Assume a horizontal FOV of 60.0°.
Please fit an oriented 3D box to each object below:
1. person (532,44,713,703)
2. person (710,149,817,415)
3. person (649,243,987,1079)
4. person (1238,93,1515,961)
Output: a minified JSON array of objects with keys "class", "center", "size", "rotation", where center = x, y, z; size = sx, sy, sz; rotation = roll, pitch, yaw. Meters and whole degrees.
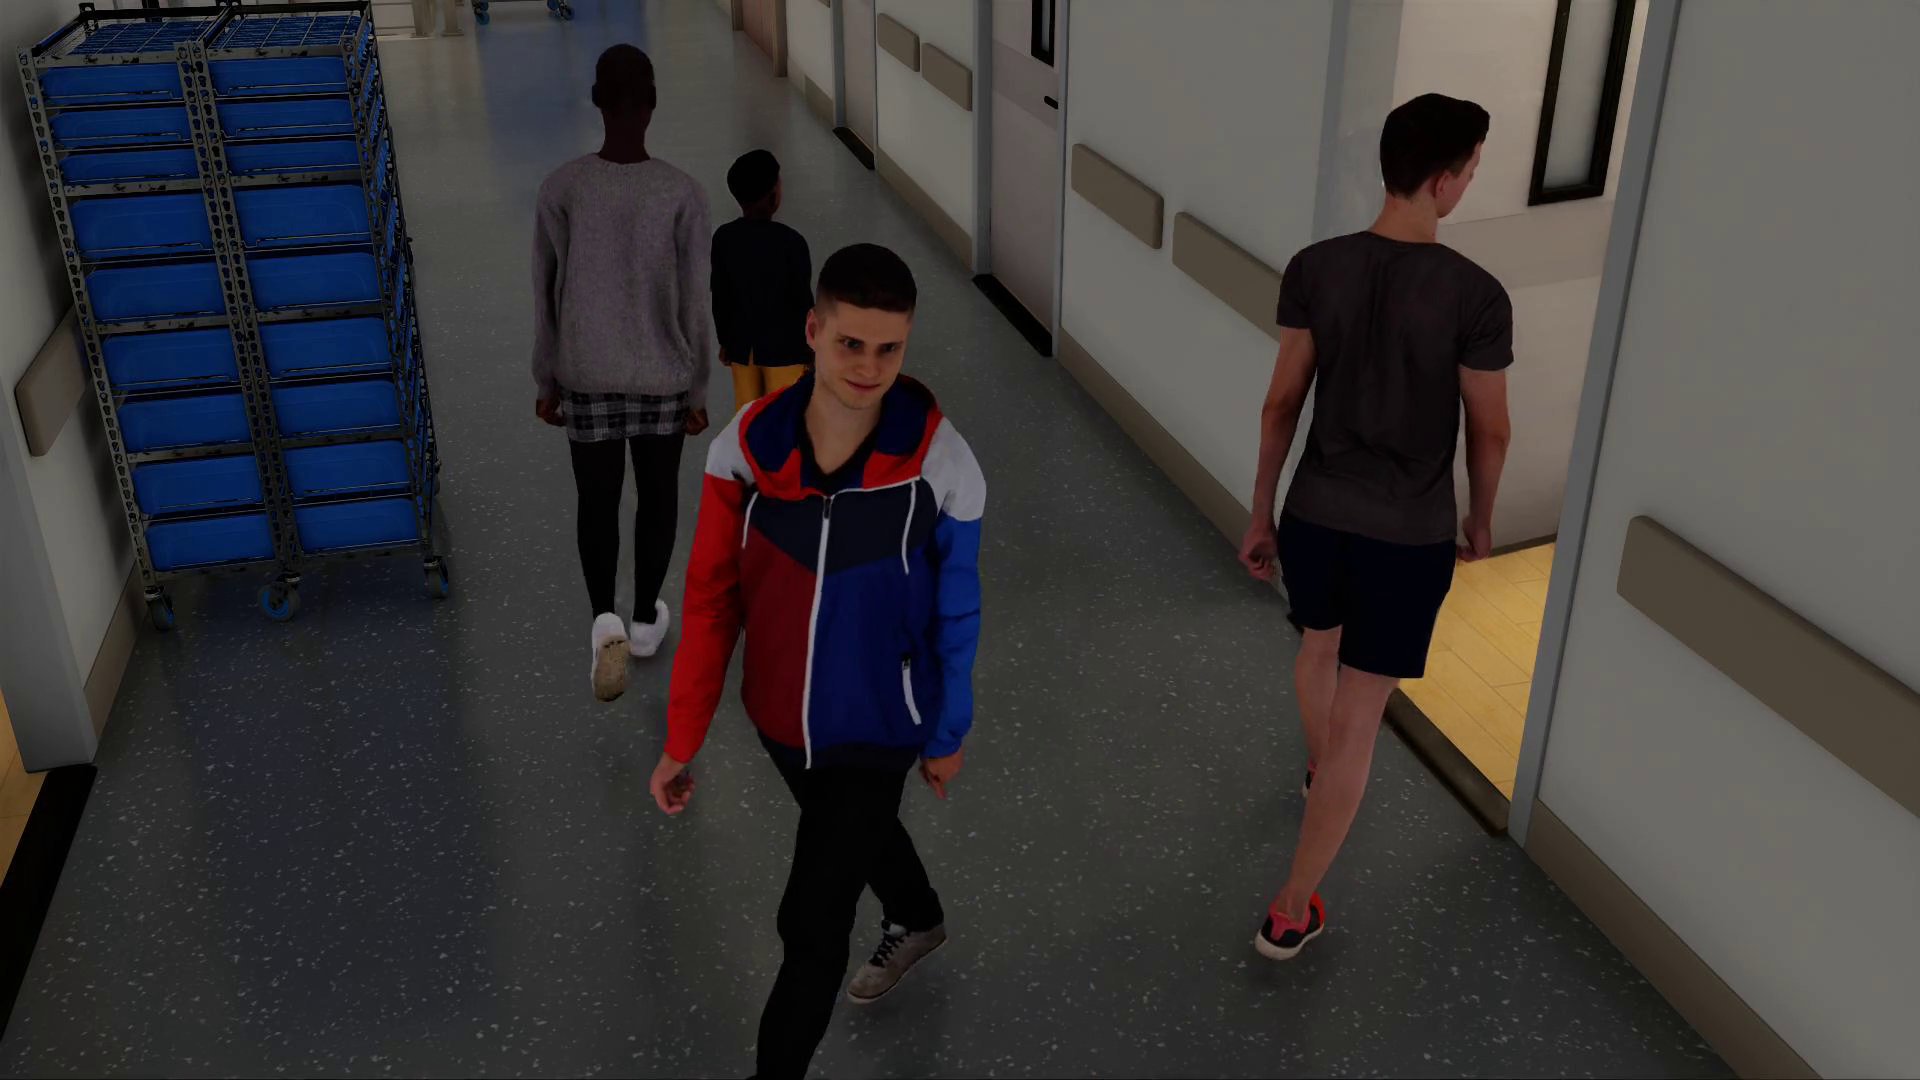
[{"class":"person","center":[-0.903,-0.391,4.463],"size":[0.796,1.754,1.052],"rotation":[-4,26,-7]},{"class":"person","center":[-0.660,-0.684,5.626],"size":[0.606,1.271,0.643],"rotation":[6,26,12]},{"class":"person","center":[-0.172,0.298,3.095],"size":[1.138,1.702,1.246],"rotation":[13,29,25]},{"class":"person","center":[0.829,0.040,3.514],"size":[1.185,1.801,1.206],"rotation":[15,29,28]}]
